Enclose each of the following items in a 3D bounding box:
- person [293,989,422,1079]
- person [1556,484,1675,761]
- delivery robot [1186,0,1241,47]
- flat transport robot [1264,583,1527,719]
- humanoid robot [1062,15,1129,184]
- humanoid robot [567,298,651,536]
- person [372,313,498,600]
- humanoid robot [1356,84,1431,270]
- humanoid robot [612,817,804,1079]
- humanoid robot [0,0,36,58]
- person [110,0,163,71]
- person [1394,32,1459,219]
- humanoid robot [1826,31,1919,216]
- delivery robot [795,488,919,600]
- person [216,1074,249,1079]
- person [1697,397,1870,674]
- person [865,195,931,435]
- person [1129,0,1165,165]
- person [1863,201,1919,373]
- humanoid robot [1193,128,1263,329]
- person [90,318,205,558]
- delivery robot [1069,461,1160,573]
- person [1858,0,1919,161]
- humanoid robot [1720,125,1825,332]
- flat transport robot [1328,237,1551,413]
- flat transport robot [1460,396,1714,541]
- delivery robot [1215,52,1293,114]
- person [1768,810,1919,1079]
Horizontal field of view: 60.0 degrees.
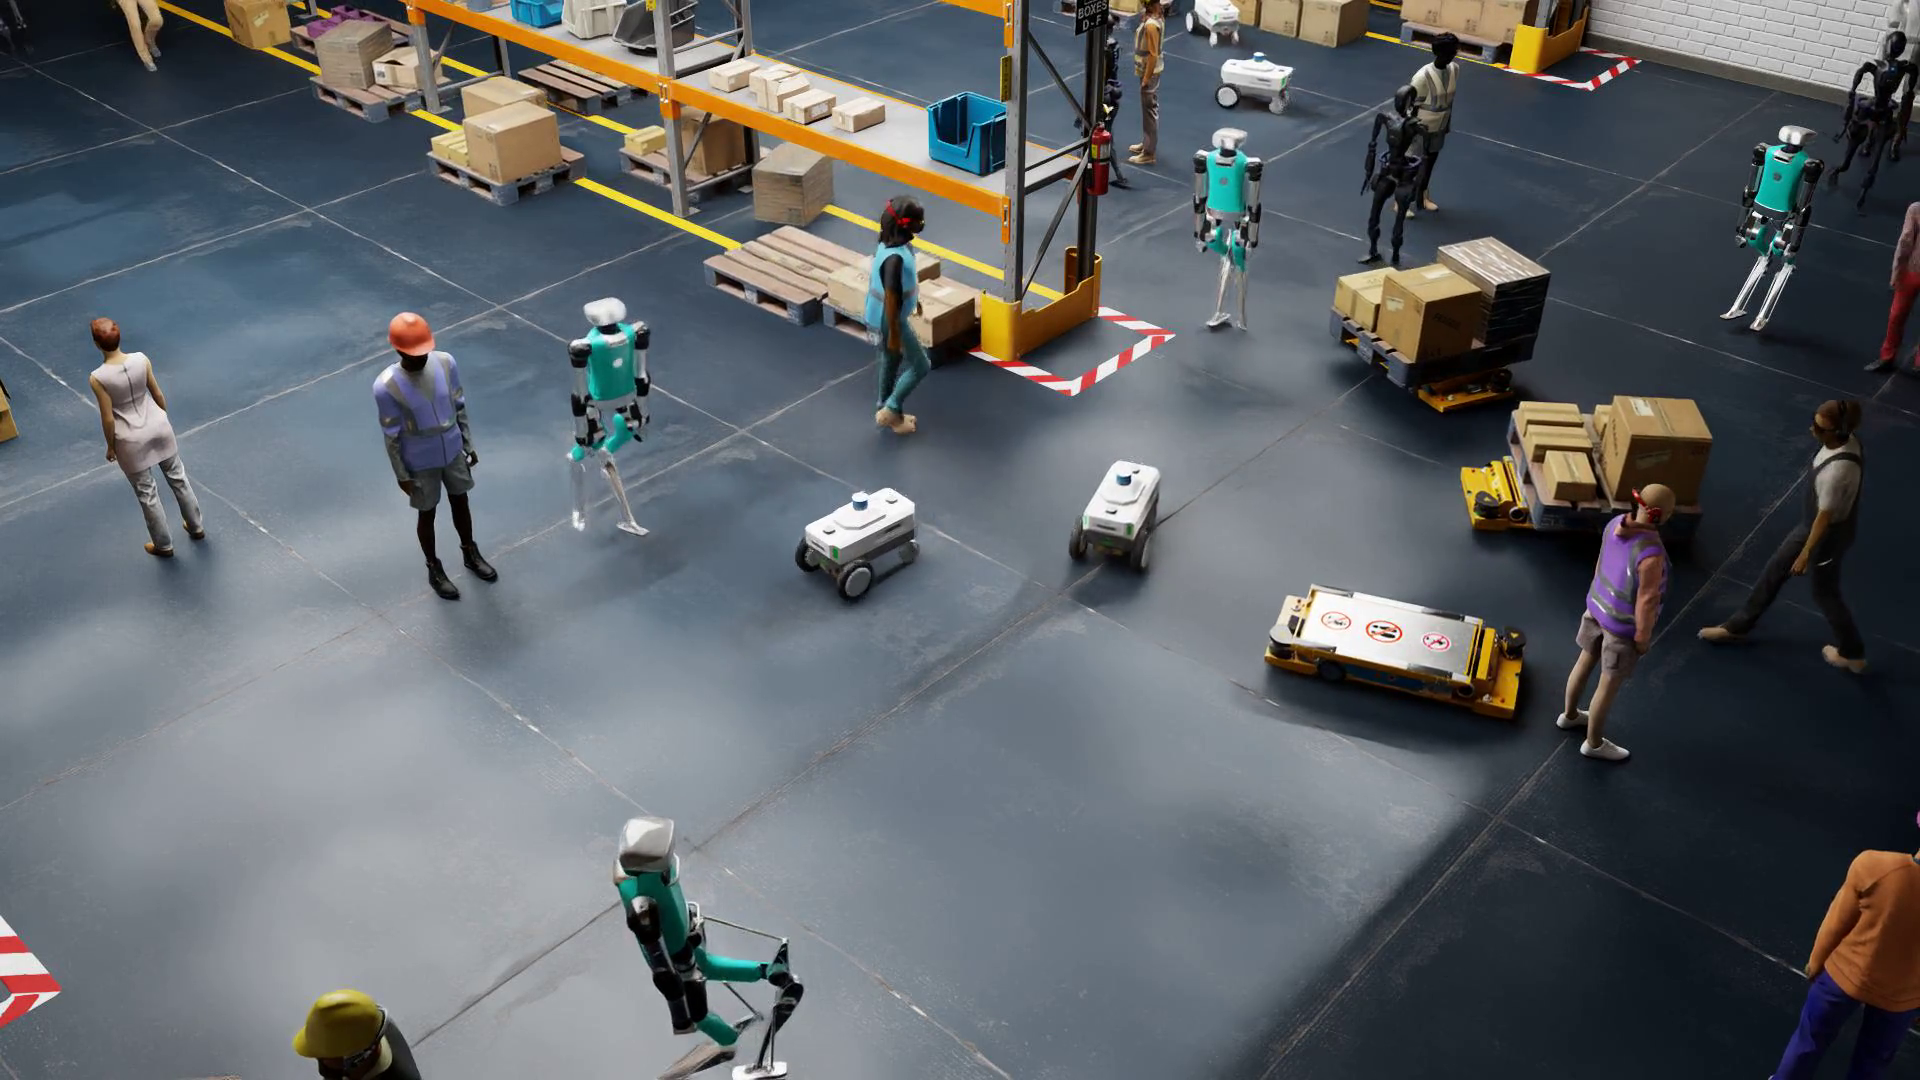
[{"bbox_3d":[-2.103,2.292,6.112,0.404,1.834,0.586,-18,38,-24],"label":"person"},{"bbox_3d":[3.537,0.431,8.934,0.347,1.690,0.480,-6,35,-9],"label":"person"},{"bbox_3d":[2.990,-6.129,19.451,0.499,0.609,0.784,-8,35,-11],"label":"delivery robot"},{"bbox_3d":[2.589,0.643,9.879,1.431,0.231,0.659,12,36,17],"label":"flat transport robot"},{"bbox_3d":[1.320,-4.089,15.508,0.588,1.644,0.606,22,40,28],"label":"humanoid robot"},{"bbox_3d":[-2.335,-0.814,10.715,0.545,1.789,0.848,-24,41,-31],"label":"humanoid robot"},{"bbox_3d":[-3.188,-0.516,10.102,0.387,1.929,0.543,28,43,34],"label":"person"},{"bbox_3d":[3.663,-3.029,13.962,0.588,1.653,0.341,24,41,31],"label":"humanoid robot"},{"bbox_3d":[-1.033,1.796,6.918,1.028,1.733,0.575,-5,35,-7],"label":"humanoid robot"},{"bbox_3d":[-10.782,-6.219,18.581,0.616,1.643,0.369,-15,37,-21],"label":"humanoid robot"},{"bbox_3d":[-9.110,-6.054,18.284,0.419,1.735,0.584,29,44,35],"label":"person"},{"bbox_3d":[4.226,-3.738,14.976,0.535,1.693,0.320,-21,40,-27],"label":"person"},{"bbox_3d":[8.328,-3.843,15.159,0.610,1.640,0.650,6,35,8],"label":"humanoid robot"},{"bbox_3d":[-0.632,-0.027,10.591,0.788,0.587,0.499,-27,43,-34],"label":"delivery robot"},{"bbox_3d":[-2.431,2.480,6.012,0.820,1.621,0.500,2,35,2],"label":"person"},{"bbox_3d":[4.975,-0.041,9.544,0.926,1.783,0.557,12,36,16],"label":"person"},{"bbox_3d":[-0.432,-1.559,11.672,0.464,1.851,0.612,-1,35,-2],"label":"person"},{"bbox_3d":[1.792,-4.508,16.014,0.324,1.772,0.480,4,35,6],"label":"person"},{"bbox_3d":[7.303,-1.970,12.387,0.697,1.717,0.360,14,37,19],"label":"person"},{"bbox_3d":[2.132,-2.417,13.075,0.544,1.837,0.795,15,37,20],"label":"humanoid robot"},{"bbox_3d":[-5.191,-0.651,10.525,0.285,1.661,0.449,22,40,28],"label":"person"},{"bbox_3d":[1.048,-0.181,10.826,0.499,0.600,0.802,13,37,17],"label":"delivery robot"},{"bbox_3d":[9.156,-4.632,16.068,0.546,1.926,0.388,13,37,18],"label":"person"},{"bbox_3d":[6.415,-2.466,12.973,0.735,1.677,0.533,-25,42,-31],"label":"humanoid robot"},{"bbox_3d":[3.589,-1.440,12.897,0.659,0.231,1.431,-14,37,-19],"label":"flat transport robot"},{"bbox_3d":[4.158,-0.279,11.215,1.431,0.231,0.659,4,35,5],"label":"flat transport robot"},{"bbox_3d":[3.105,-4.842,17.589,0.807,0.613,0.499,14,37,20],"label":"delivery robot"},{"bbox_3d":[3.727,1.764,6.756,0.518,1.976,0.401,18,38,24],"label":"person"}]
